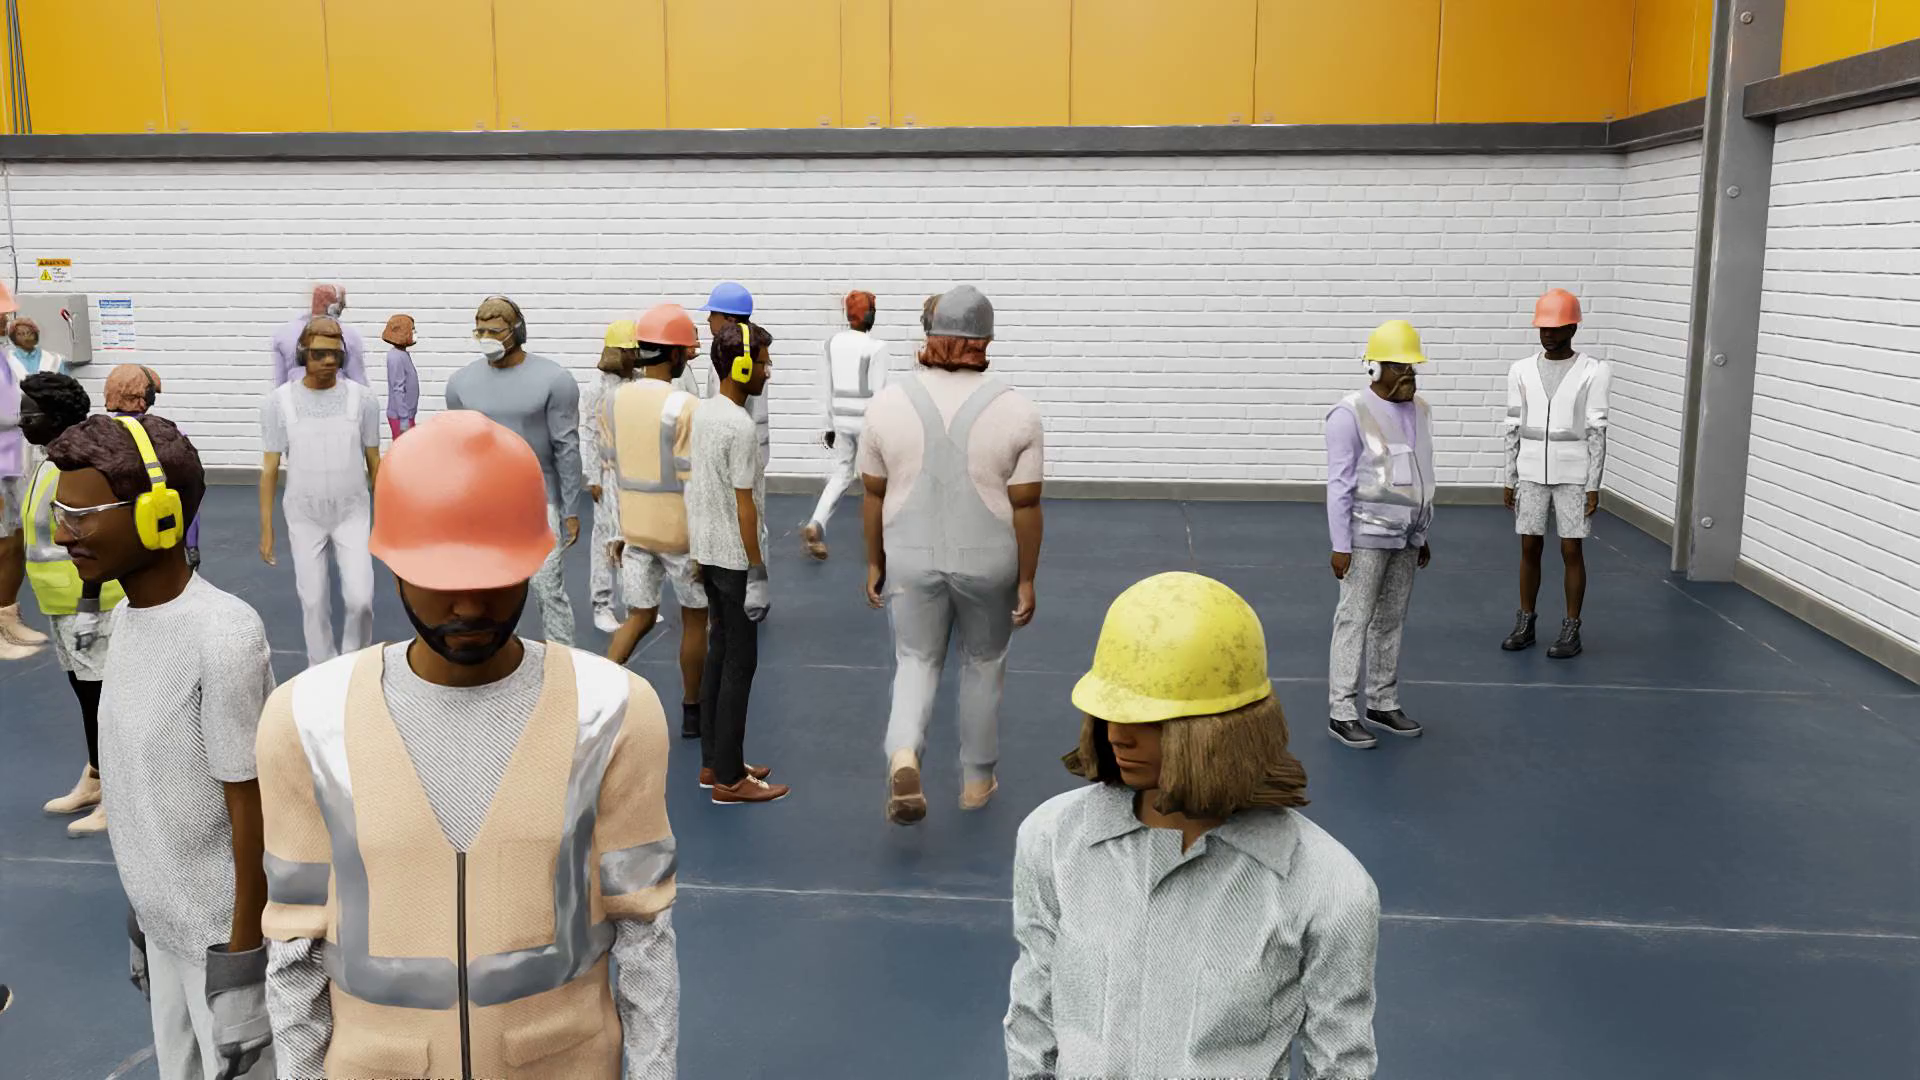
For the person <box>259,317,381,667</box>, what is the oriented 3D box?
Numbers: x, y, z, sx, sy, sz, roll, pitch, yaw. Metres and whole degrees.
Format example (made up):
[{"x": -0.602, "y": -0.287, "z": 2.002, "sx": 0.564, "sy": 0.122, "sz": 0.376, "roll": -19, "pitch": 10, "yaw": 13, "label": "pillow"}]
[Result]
[{"x": -2.854, "y": -0.078, "z": 7.455, "sx": 0.557, "sy": 1.830, "sz": 0.405, "roll": -4, "pitch": 11, "yaw": -20, "label": "person"}]

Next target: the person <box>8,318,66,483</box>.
[{"x": -6.895, "y": -0.838, "z": 12.436, "sx": 0.582, "sy": 1.629, "sz": 0.313, "roll": -9, "pitch": 13, "yaw": -42, "label": "person"}]

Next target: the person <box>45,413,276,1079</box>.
[{"x": -1.339, "y": 0.705, "z": 2.909, "sx": 0.510, "sy": 1.861, "sz": 0.324, "roll": 9, "pitch": 13, "yaw": 42, "label": "person"}]

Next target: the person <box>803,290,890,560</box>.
[{"x": -0.741, "y": -0.781, "z": 11.419, "sx": 0.585, "sy": 1.859, "sz": 0.817, "roll": 7, "pitch": 12, "yaw": 34, "label": "person"}]

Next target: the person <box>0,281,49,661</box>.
[{"x": -4.986, "y": -0.366, "z": 8.622, "sx": 0.419, "sy": 2.021, "sz": 0.711, "roll": -2, "pitch": 10, "yaw": -9, "label": "person"}]

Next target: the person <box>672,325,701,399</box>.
[{"x": -1.884, "y": -0.670, "z": 11.414, "sx": 0.280, "sy": 1.633, "sz": 0.500, "roll": -1, "pitch": 10, "yaw": -5, "label": "person"}]

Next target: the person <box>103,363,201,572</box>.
[{"x": -3.651, "y": 0.032, "z": 7.405, "sx": 0.523, "sy": 1.631, "sz": 0.313, "roll": -1, "pitch": 10, "yaw": -6, "label": "person"}]

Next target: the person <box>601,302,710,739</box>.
[{"x": -1.289, "y": -0.040, "z": 7.015, "sx": 0.571, "sy": 1.907, "sz": 0.797, "roll": 6, "pitch": 11, "yaw": 30, "label": "person"}]

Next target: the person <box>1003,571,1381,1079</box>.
[{"x": 0.277, "y": 0.892, "z": 2.164, "sx": 0.487, "sy": 1.741, "sz": 0.312, "roll": 5, "pitch": 11, "yaw": 25, "label": "person"}]

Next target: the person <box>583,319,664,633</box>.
[{"x": -1.875, "y": -0.363, "z": 9.344, "sx": 0.319, "sy": 1.742, "sz": 0.492, "roll": 8, "pitch": 13, "yaw": 38, "label": "person"}]

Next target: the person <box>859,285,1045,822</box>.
[{"x": -0.027, "y": 0.051, "z": 6.119, "sx": 0.690, "sy": 2.000, "sz": 0.765, "roll": 2, "pitch": 10, "yaw": 9, "label": "person"}]

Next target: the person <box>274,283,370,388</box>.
[{"x": -4.571, "y": -0.887, "z": 11.989, "sx": 0.679, "sy": 1.880, "sz": 0.443, "roll": 0, "pitch": 10, "yaw": -2, "label": "person"}]

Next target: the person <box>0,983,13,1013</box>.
[{"x": -2.923, "y": 0.472, "z": 4.146, "sx": 0.658, "sy": 1.921, "sz": 0.920, "roll": 2, "pitch": 10, "yaw": 11, "label": "person"}]

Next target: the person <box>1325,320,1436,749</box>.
[{"x": 1.827, "y": -0.028, "z": 7.171, "sx": 0.599, "sy": 1.830, "sz": 0.404, "roll": -7, "pitch": 12, "yaw": -35, "label": "person"}]

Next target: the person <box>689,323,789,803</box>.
[{"x": -0.859, "y": 0.096, "z": 6.409, "sx": 0.345, "sy": 1.857, "sz": 0.524, "roll": -5, "pitch": 11, "yaw": -27, "label": "person"}]

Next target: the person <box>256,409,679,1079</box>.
[{"x": -0.658, "y": 0.777, "z": 2.298, "sx": 0.550, "sy": 1.925, "sz": 0.390, "roll": -2, "pitch": 10, "yaw": -13, "label": "person"}]

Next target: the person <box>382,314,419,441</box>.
[{"x": -4.295, "y": -0.927, "z": 12.884, "sx": 0.280, "sy": 1.634, "sz": 0.498, "roll": -3, "pitch": 10, "yaw": -14, "label": "person"}]

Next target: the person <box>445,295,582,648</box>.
[{"x": -2.026, "y": -0.144, "z": 7.578, "sx": 0.635, "sy": 1.927, "sz": 0.372, "roll": 1, "pitch": 10, "yaw": 7, "label": "person"}]

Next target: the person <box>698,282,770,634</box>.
[{"x": -1.238, "y": -0.451, "z": 9.252, "sx": 0.377, "sy": 1.950, "sz": 0.612, "roll": 2, "pitch": 10, "yaw": 9, "label": "person"}]

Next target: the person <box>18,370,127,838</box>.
[{"x": -3.222, "y": 0.230, "z": 6.076, "sx": 0.322, "sy": 1.697, "sz": 0.536, "roll": -8, "pitch": 13, "yaw": -38, "label": "person"}]

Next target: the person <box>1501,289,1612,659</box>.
[{"x": 3.093, "y": -0.340, "z": 8.699, "sx": 0.539, "sy": 1.929, "sz": 0.387, "roll": 8, "pitch": 12, "yaw": 37, "label": "person"}]
